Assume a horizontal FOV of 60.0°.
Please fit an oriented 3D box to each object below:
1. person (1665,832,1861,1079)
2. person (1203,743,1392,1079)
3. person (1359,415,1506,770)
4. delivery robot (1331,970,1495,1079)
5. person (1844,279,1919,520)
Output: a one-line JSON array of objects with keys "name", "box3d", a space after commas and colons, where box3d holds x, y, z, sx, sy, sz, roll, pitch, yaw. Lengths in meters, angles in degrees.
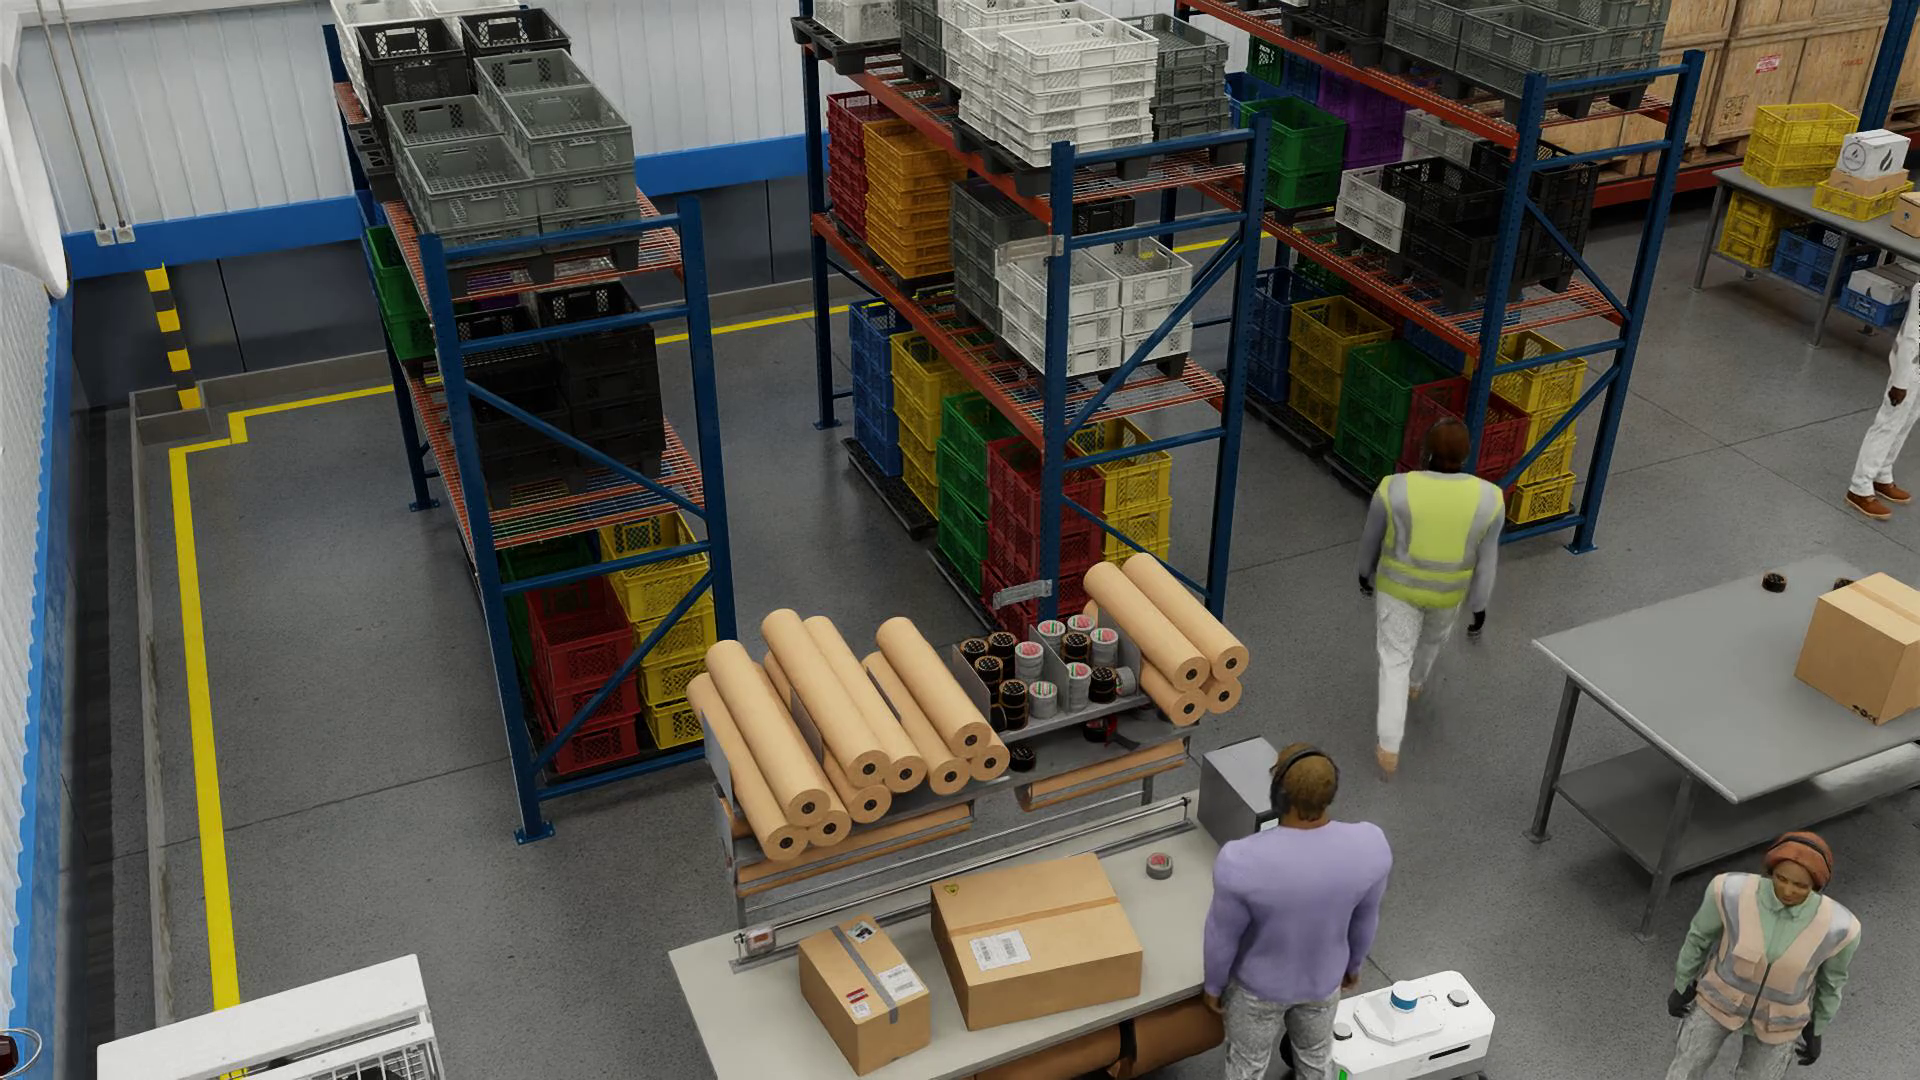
[{"name": "person", "box3d": [2.802, 1.678, 5.921, 0.524, 1.639, 0.308, 15, 35, 23]}, {"name": "person", "box3d": [1.149, 1.531, 5.890, 0.628, 1.931, 0.369, -5, 32, -8]}, {"name": "person", "box3d": [2.270, 0.204, 8.180, 0.633, 1.793, 0.973, 4, 32, 7]}, {"name": "delivery robot", "box3d": [1.702, 1.921, 6.470, 0.707, 0.478, 0.477, -10, 33, -16]}, {"name": "person", "box3d": [5.831, -1.035, 10.100, 0.577, 1.881, 0.349, -22, 38, -32]}]
